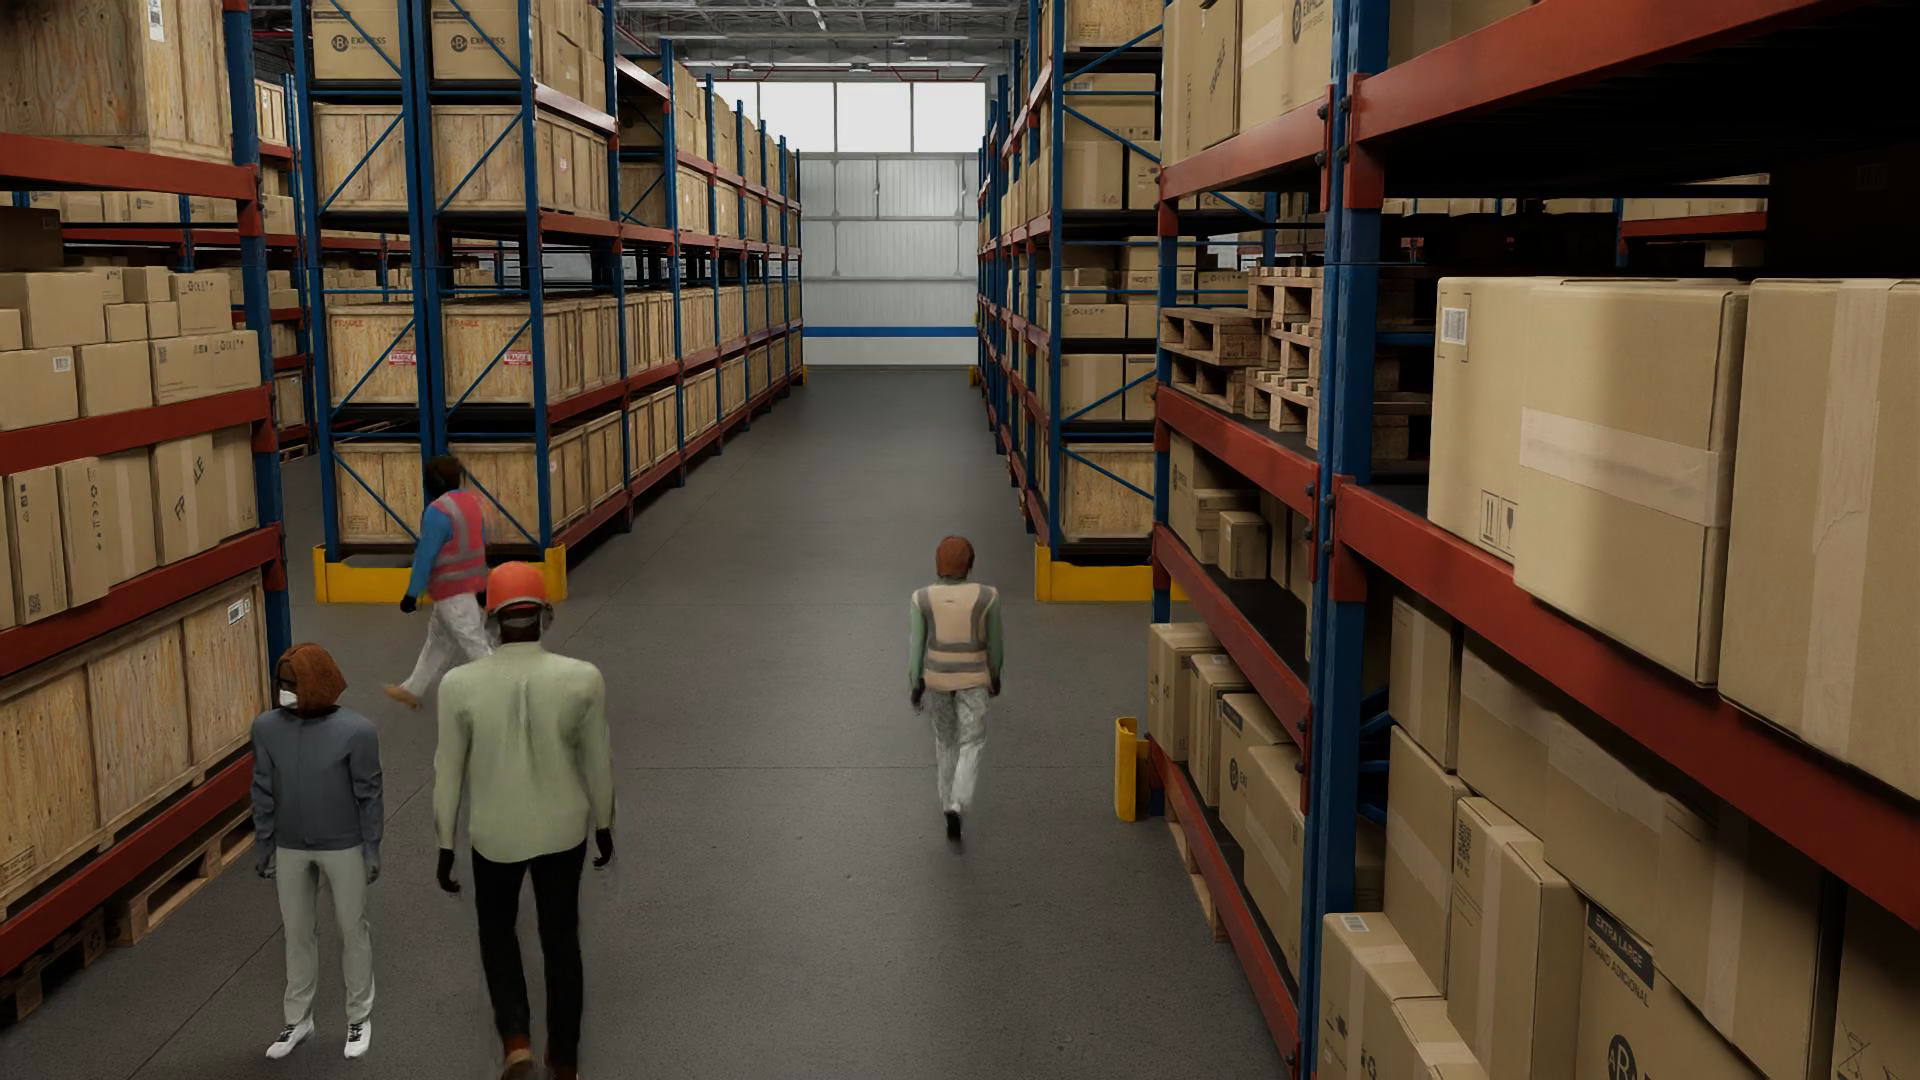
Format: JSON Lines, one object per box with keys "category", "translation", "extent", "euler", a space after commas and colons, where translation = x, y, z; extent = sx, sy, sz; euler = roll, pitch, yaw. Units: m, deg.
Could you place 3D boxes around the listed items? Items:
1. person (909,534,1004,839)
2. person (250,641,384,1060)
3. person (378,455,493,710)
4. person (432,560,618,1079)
{"category": "person", "translation": [-0.032, 0.777, 8.974], "extent": [0.500, 1.608, 0.720], "euler": [2, 9, 13]}
{"category": "person", "translation": [-2.461, 1.188, 6.385], "extent": [0.500, 1.632, 0.286], "euler": [0, 9, 3]}
{"category": "person", "translation": [-3.507, 0.327, 11.208], "extent": [0.987, 1.781, 0.623], "euler": [0, 9, 3]}
{"category": "person", "translation": [-1.594, 1.062, 6.125], "extent": [0.676, 1.968, 0.511], "euler": [-3, 10, -20]}
